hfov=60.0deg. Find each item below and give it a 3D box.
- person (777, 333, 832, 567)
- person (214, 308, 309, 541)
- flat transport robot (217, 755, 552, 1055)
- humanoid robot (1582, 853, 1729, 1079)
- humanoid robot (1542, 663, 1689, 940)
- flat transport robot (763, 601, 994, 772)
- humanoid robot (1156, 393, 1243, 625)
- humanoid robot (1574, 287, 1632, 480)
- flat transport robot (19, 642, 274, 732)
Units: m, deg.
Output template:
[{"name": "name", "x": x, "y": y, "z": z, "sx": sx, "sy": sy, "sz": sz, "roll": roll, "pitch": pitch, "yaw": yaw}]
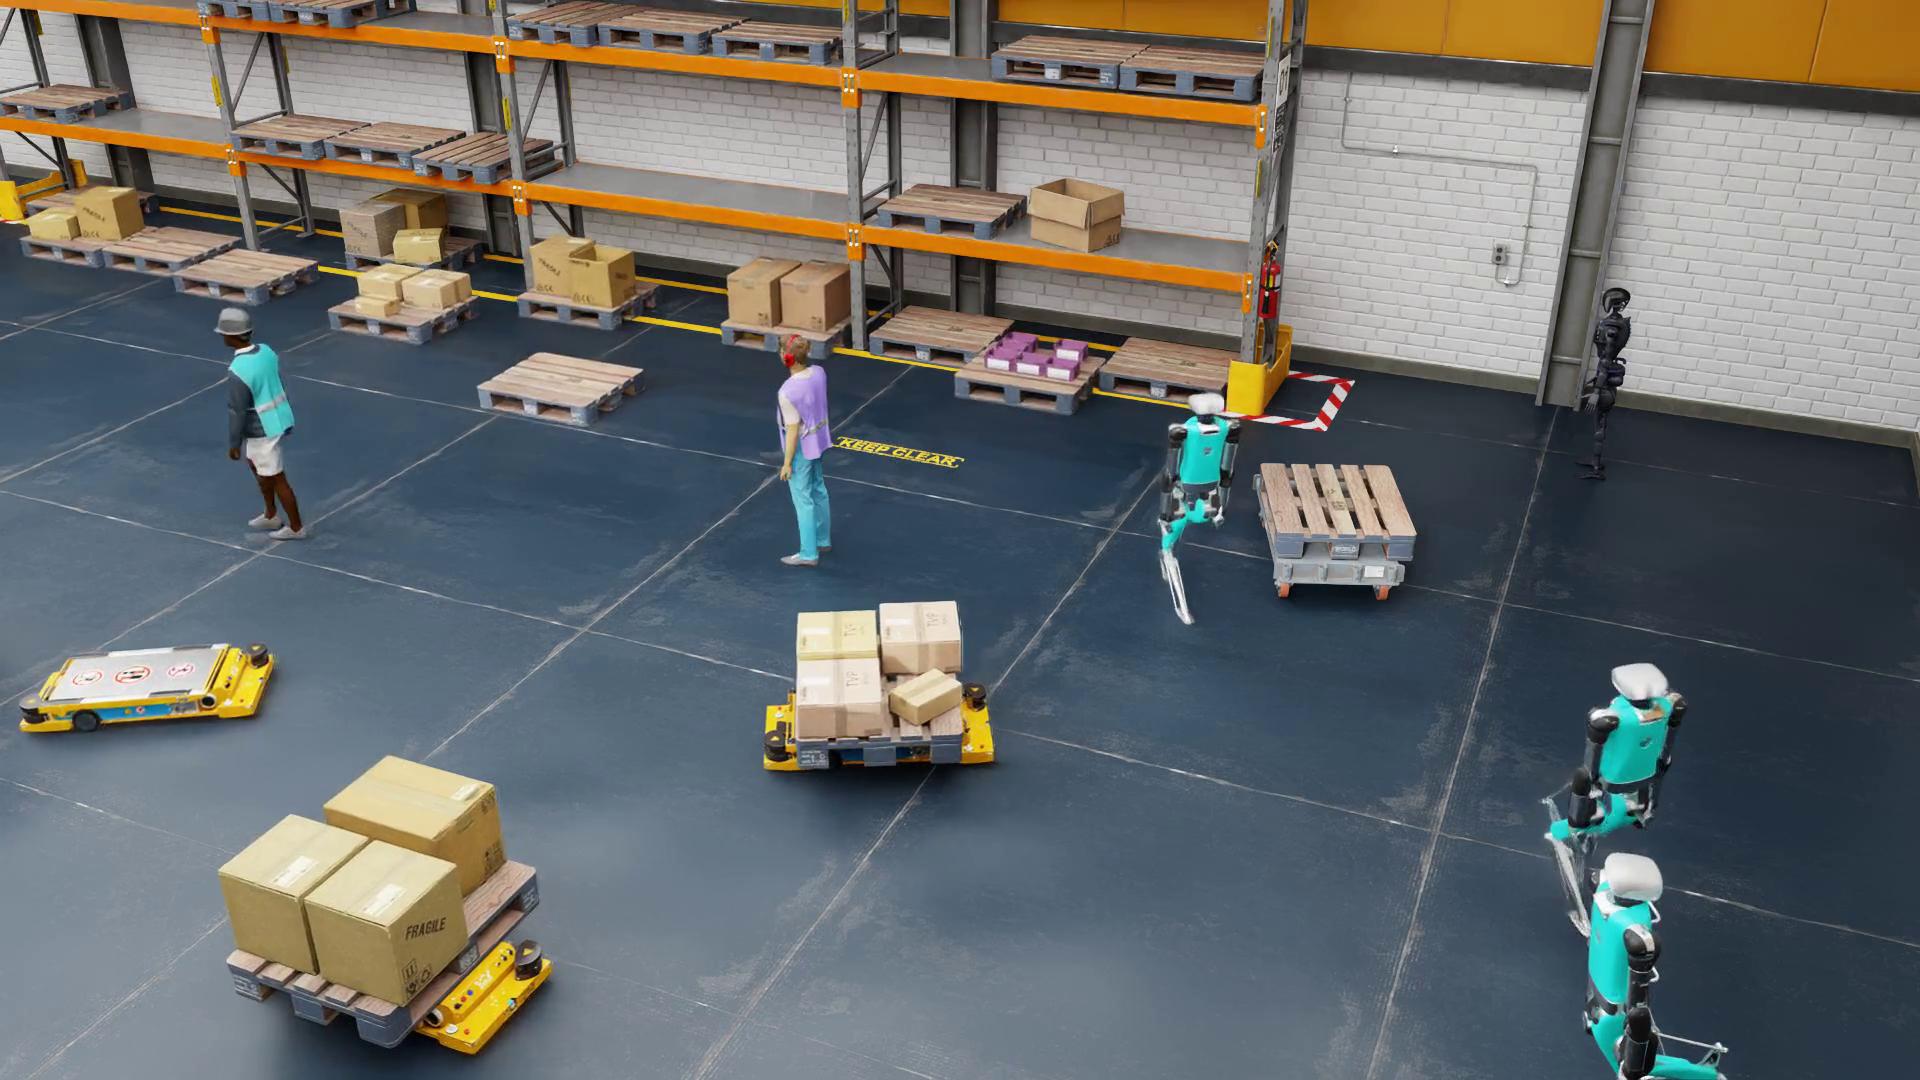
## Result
[{"name": "person", "x": -1.160, "y": -0.665, "z": 12.506, "sx": 0.376, "sy": 1.841, "sz": 0.570, "roll": 11, "pitch": 29, "yaw": 20}, {"name": "person", "x": -5.479, "y": -0.870, "z": 12.813, "sx": 0.701, "sy": 1.917, "sz": 0.596, "roll": 2, "pitch": 27, "yaw": 4}, {"name": "flat transport robot", "x": -2.918, "y": 2.203, "z": 8.660, "sx": 1.431, "sy": 0.231, "sz": 0.659, "roll": 11, "pitch": 29, "yaw": 21}, {"name": "humanoid robot", "x": 3.022, "y": 2.126, "z": 7.243, "sx": 1.034, "sy": 1.749, "sz": 0.553, "roll": -1, "pitch": 27, "yaw": -1}, {"name": "humanoid robot", "x": 3.328, "y": 1.350, "z": 8.806, "sx": 0.571, "sy": 1.847, "sz": 0.761, "roll": -7, "pitch": 28, "yaw": -13}, {"name": "flat transport robot", "x": -0.524, "y": 1.194, "z": 10.616, "sx": 1.431, "sy": 0.231, "sz": 0.659, "roll": -2, "pitch": 27, "yaw": -4}, {"name": "humanoid robot", "x": 1.584, "y": -0.353, "z": 12.033, "sx": 0.547, "sy": 1.762, "sz": 0.974, "roll": -7, "pitch": 28, "yaw": -13}, {"name": "humanoid robot", "x": 5.391, "y": -1.317, "z": 13.936, "sx": 0.315, "sy": 1.655, "sz": 0.599, "roll": 11, "pitch": 29, "yaw": 20}, {"name": "flat transport robot", "x": -5.377, "y": 0.977, "z": 11.037, "sx": 1.431, "sy": 0.231, "sz": 0.659, "roll": -4, "pitch": 28, "yaw": -8}]
